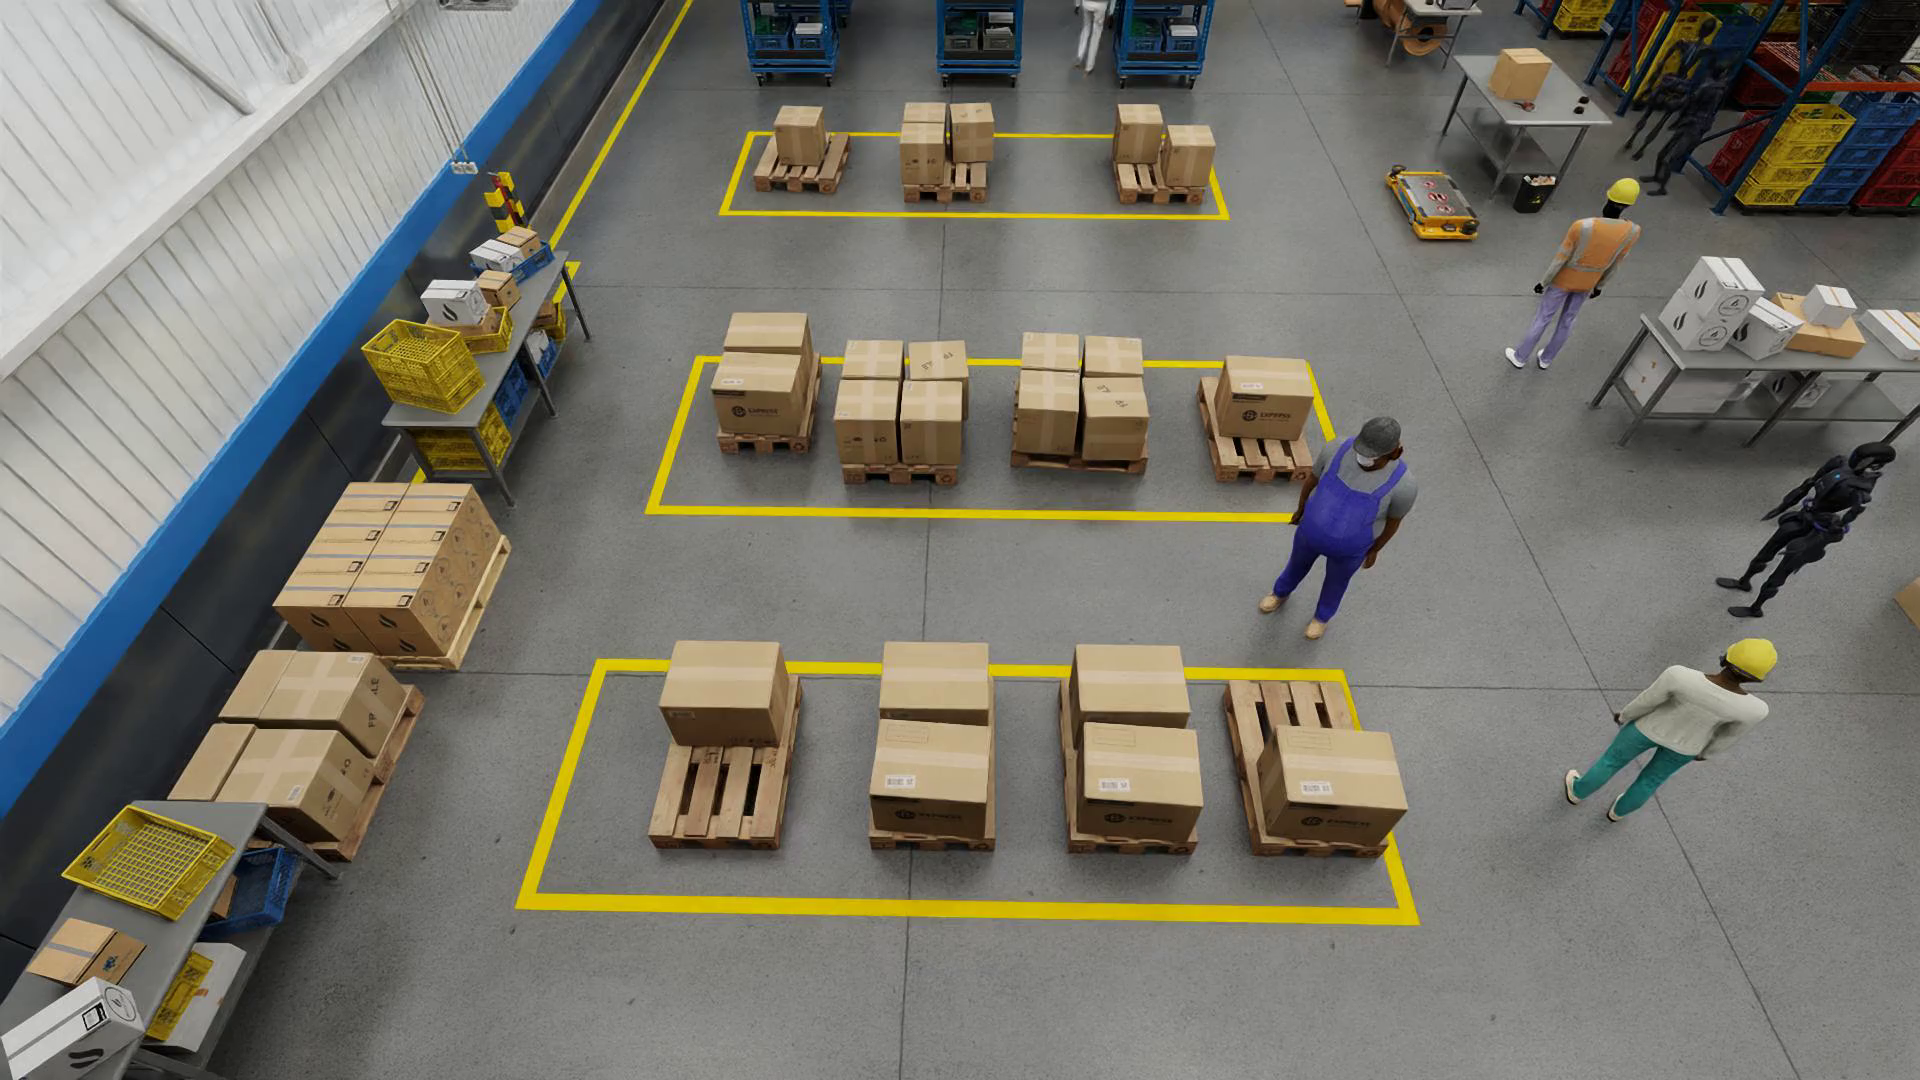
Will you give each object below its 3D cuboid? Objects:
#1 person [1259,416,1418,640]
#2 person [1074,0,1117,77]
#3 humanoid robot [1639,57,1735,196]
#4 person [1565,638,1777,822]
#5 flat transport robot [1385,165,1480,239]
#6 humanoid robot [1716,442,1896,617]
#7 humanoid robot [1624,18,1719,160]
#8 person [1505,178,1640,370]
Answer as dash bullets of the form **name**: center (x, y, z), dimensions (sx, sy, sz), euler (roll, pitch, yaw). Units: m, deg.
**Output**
- **person**: center (2.629, -0.062, 6.416), dimensions (0.687, 2.000, 0.540), euler (35, 58, 27)
- **person**: center (1.945, -7.637, 13.091), dimensions (0.601, 1.862, 0.446), euler (22, 53, 18)
- **humanoid robot**: center (8.602, -4.864, 10.826), dimensions (0.434, 1.632, 0.657), euler (7, 50, 6)
- **person**: center (4.281, 1.151, 5.545), dimensions (0.532, 1.766, 0.325), euler (26, 54, 21)
- **flat transport robot**: center (5.692, -4.094, 11.059), dimensions (0.652, 0.197, 1.431), euler (1, 49, 1)
- **humanoid robot**: center (6.141, -0.077, 6.667), dimensions (0.339, 1.651, 0.569), euler (9, 50, 8)
- **humanoid robot**: center (8.949, -5.659, 11.503), dimensions (0.549, 1.643, 0.565), euler (-37, 58, -27)
- **person**: center (5.723, -2.433, 8.542), dimensions (0.594, 1.925, 0.368), euler (5, 49, 4)
